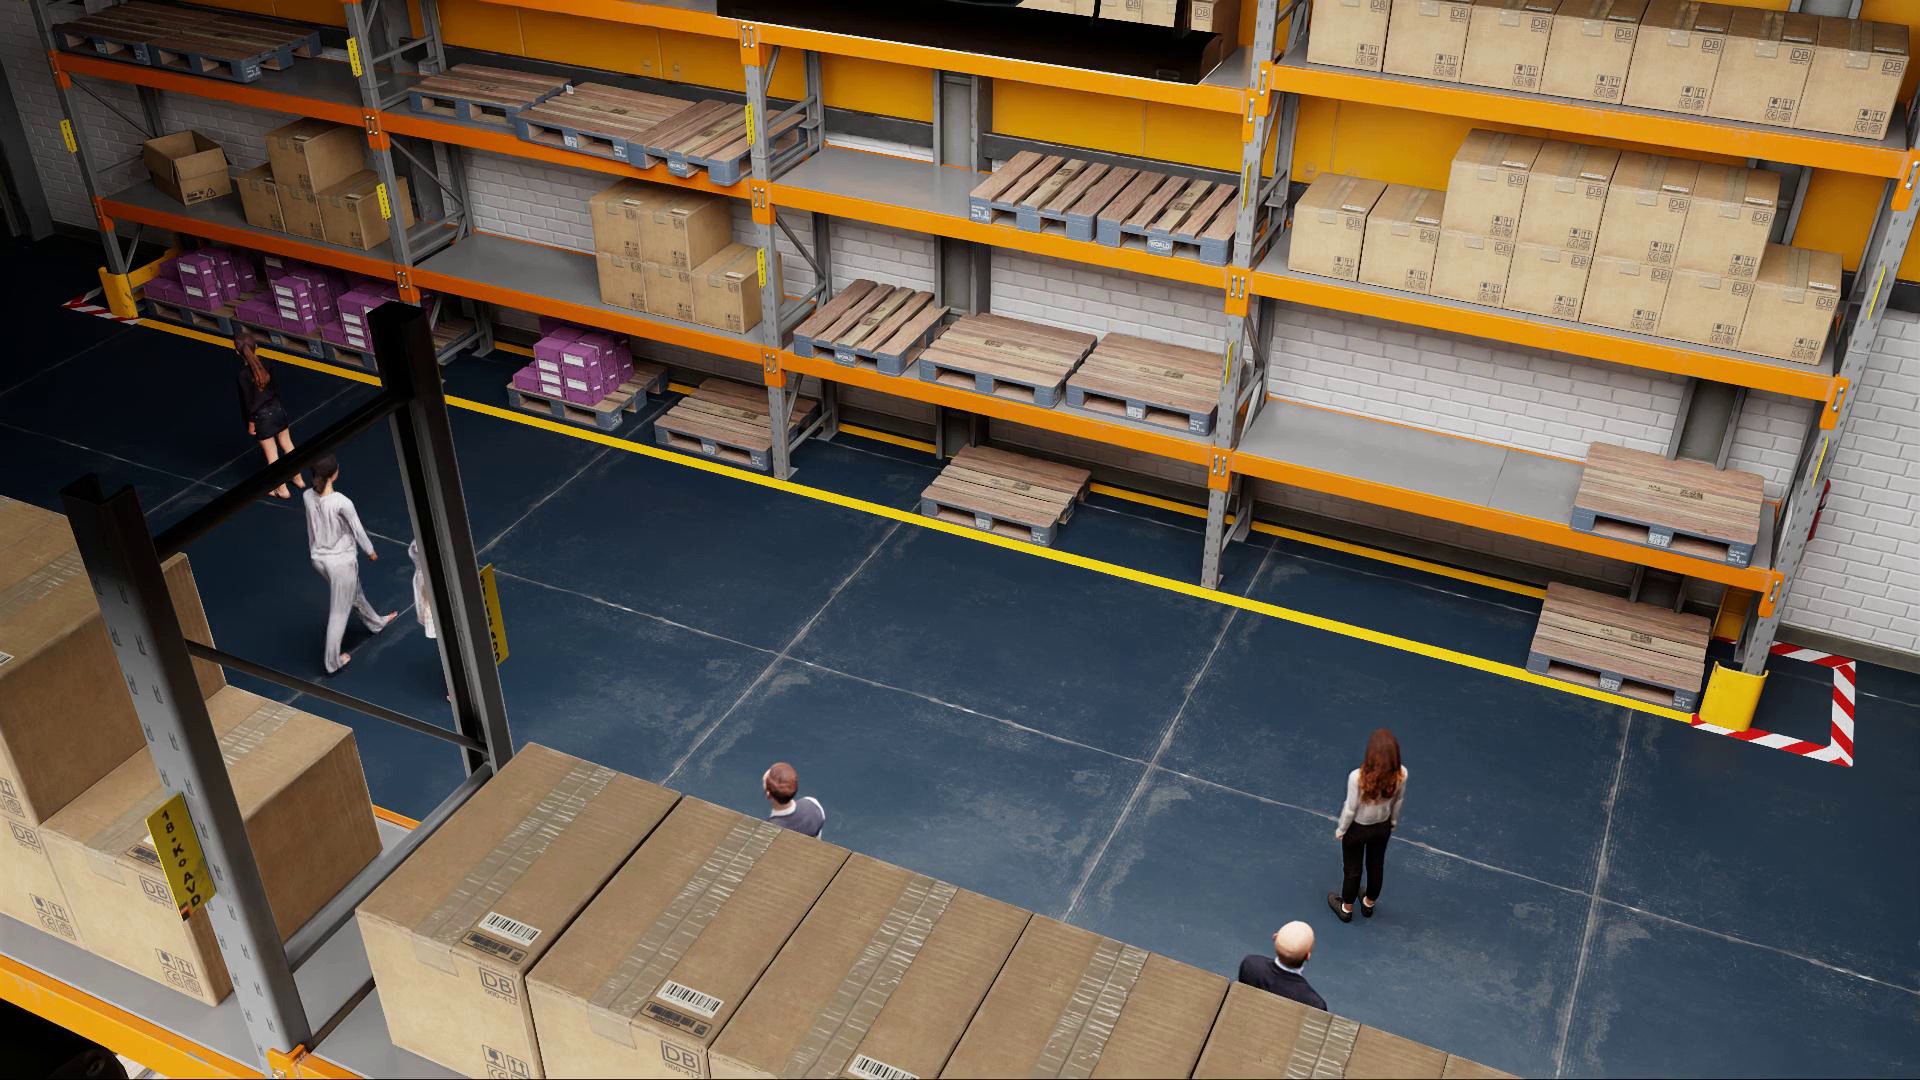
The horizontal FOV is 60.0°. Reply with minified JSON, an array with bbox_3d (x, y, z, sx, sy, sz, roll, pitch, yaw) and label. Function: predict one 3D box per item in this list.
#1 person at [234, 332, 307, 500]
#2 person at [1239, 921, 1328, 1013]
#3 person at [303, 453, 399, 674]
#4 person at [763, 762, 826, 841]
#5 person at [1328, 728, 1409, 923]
[{"bbox_3d":[-5.964,-1.087,14.315,0.559,1.555,0.561,18,38,25],"label":"person"},{"bbox_3d":[1.591,2.635,8.496,0.629,1.797,0.804,27,42,34],"label":"person"},{"bbox_3d":[-4.616,0.219,12.192,0.922,1.729,0.702,14,36,20],"label":"person"},{"bbox_3d":[-0.948,2.002,9.321,0.658,1.938,0.718,25,41,32],"label":"person"},{"bbox_3d":[2.494,1.737,10.129,0.597,1.484,0.678,-7,34,-10],"label":"person"}]
